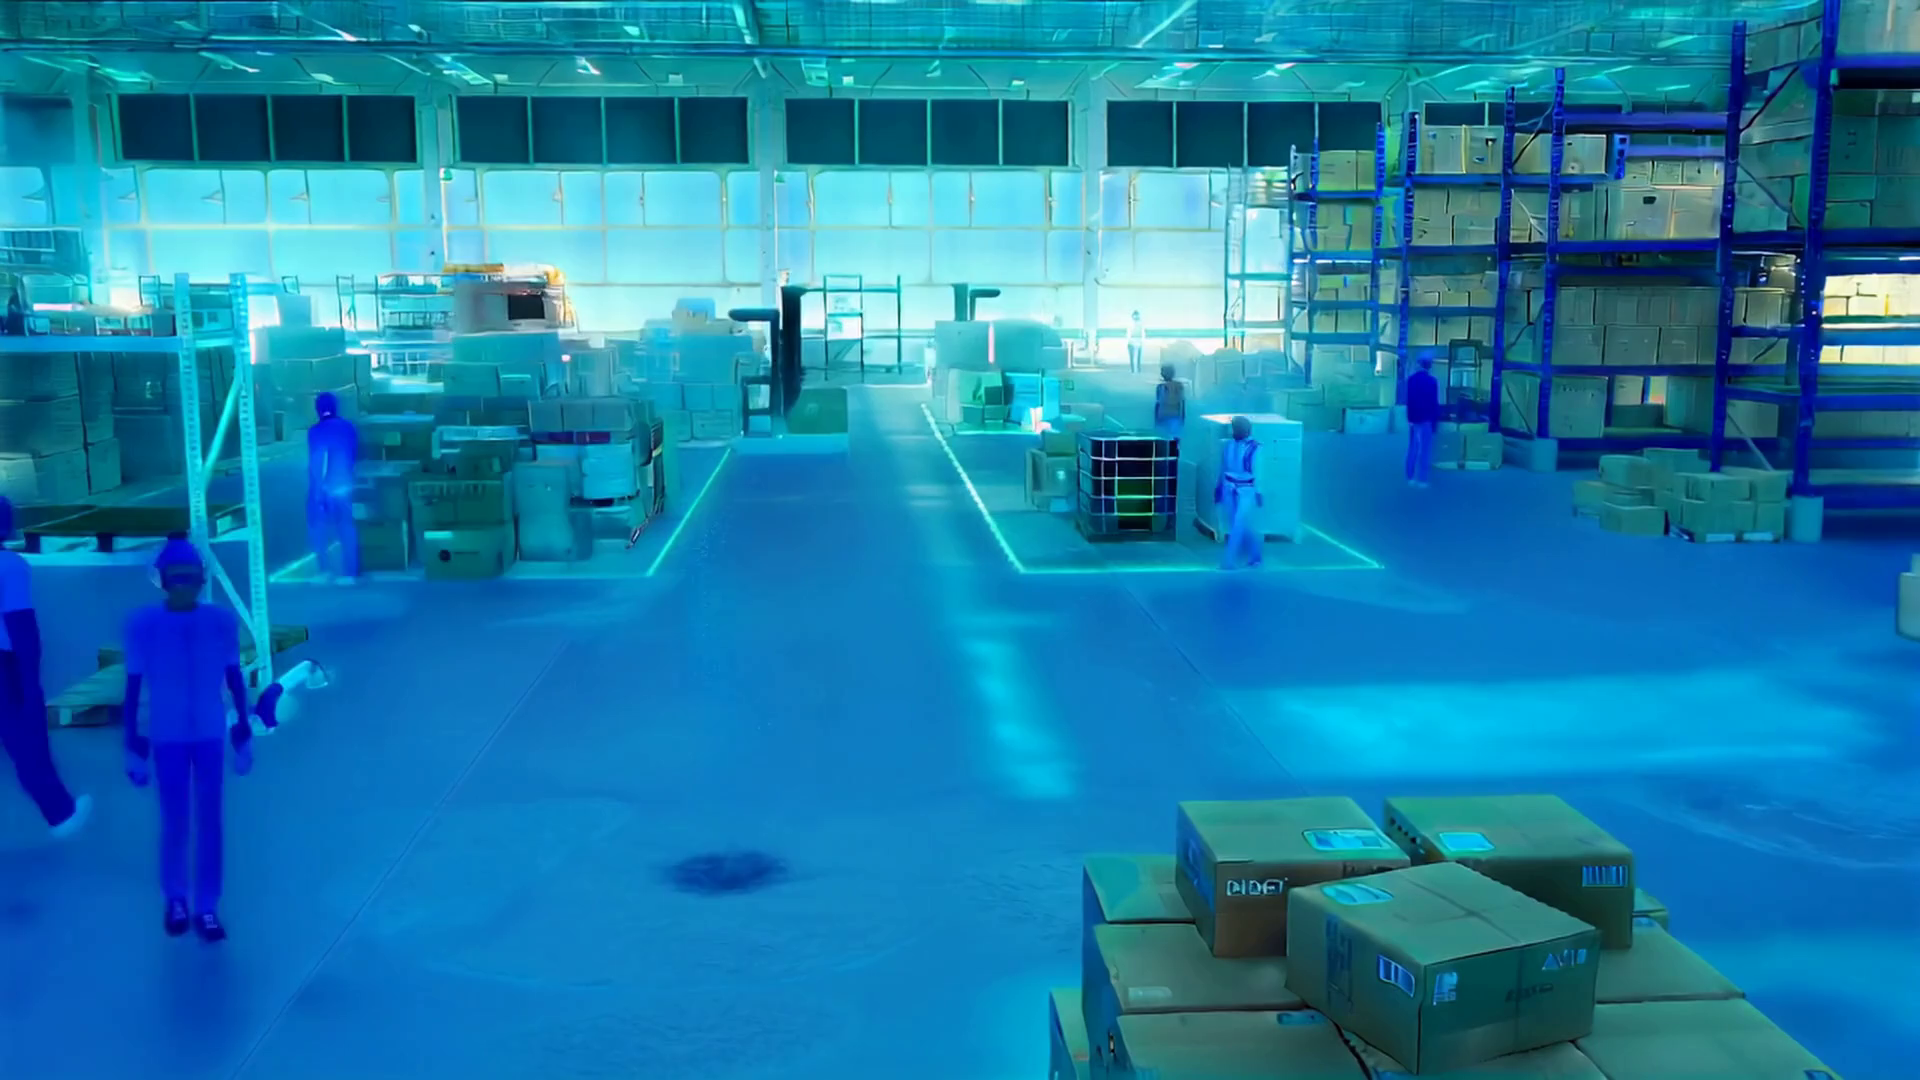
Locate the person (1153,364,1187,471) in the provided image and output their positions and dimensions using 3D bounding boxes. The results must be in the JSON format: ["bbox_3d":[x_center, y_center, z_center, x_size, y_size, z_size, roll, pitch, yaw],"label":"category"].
[{"bbox_3d":[3.231,-1.913,25.887,0.546,1.639,0.873,-5,10,-29],"label":"person"}]

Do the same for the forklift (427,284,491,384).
[{"bbox_3d":[-10.652,-4.210,36.466,1.873,2.768,1.129,3,9,16],"label":"forklift"}]

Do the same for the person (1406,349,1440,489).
[{"bbox_3d":[6.583,-1.708,23.580,0.413,1.986,0.613,-3,9,-17],"label":"person"}]

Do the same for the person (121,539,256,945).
[{"bbox_3d":[-3.459,0.912,7.489,0.549,1.859,0.385,-7,12,-39],"label":"person"}]

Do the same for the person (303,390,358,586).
[{"bbox_3d":[-6.141,-0.496,16.133,0.612,1.918,0.640,4,10,22],"label":"person"}]

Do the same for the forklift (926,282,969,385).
[{"bbox_3d":[0.030,-5.569,45.001,1.873,2.768,1.129,-1,9,-4],"label":"forklift"}]

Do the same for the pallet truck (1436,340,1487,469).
[{"bbox_3d":[8.004,-2.170,26.422,0.823,1.965,1.885,2,9,14],"label":"pallet truck"}]

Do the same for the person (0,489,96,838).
[{"bbox_3d":[-5.043,0.648,8.590,0.759,2.000,1.053,0,9,1],"label":"person"}]

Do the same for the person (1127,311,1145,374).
[{"bbox_3d":[5.388,-6.044,50.933,0.551,1.935,0.375,2,9,15],"label":"person"}]

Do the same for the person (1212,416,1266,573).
[{"bbox_3d":[2.879,-0.480,17.080,0.876,1.592,0.536,-8,12,-40],"label":"person"}]

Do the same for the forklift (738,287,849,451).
[{"bbox_3d":[-2.862,-2.959,28.607,1.873,2.768,1.129,-1,9,-4],"label":"forklift"}]
